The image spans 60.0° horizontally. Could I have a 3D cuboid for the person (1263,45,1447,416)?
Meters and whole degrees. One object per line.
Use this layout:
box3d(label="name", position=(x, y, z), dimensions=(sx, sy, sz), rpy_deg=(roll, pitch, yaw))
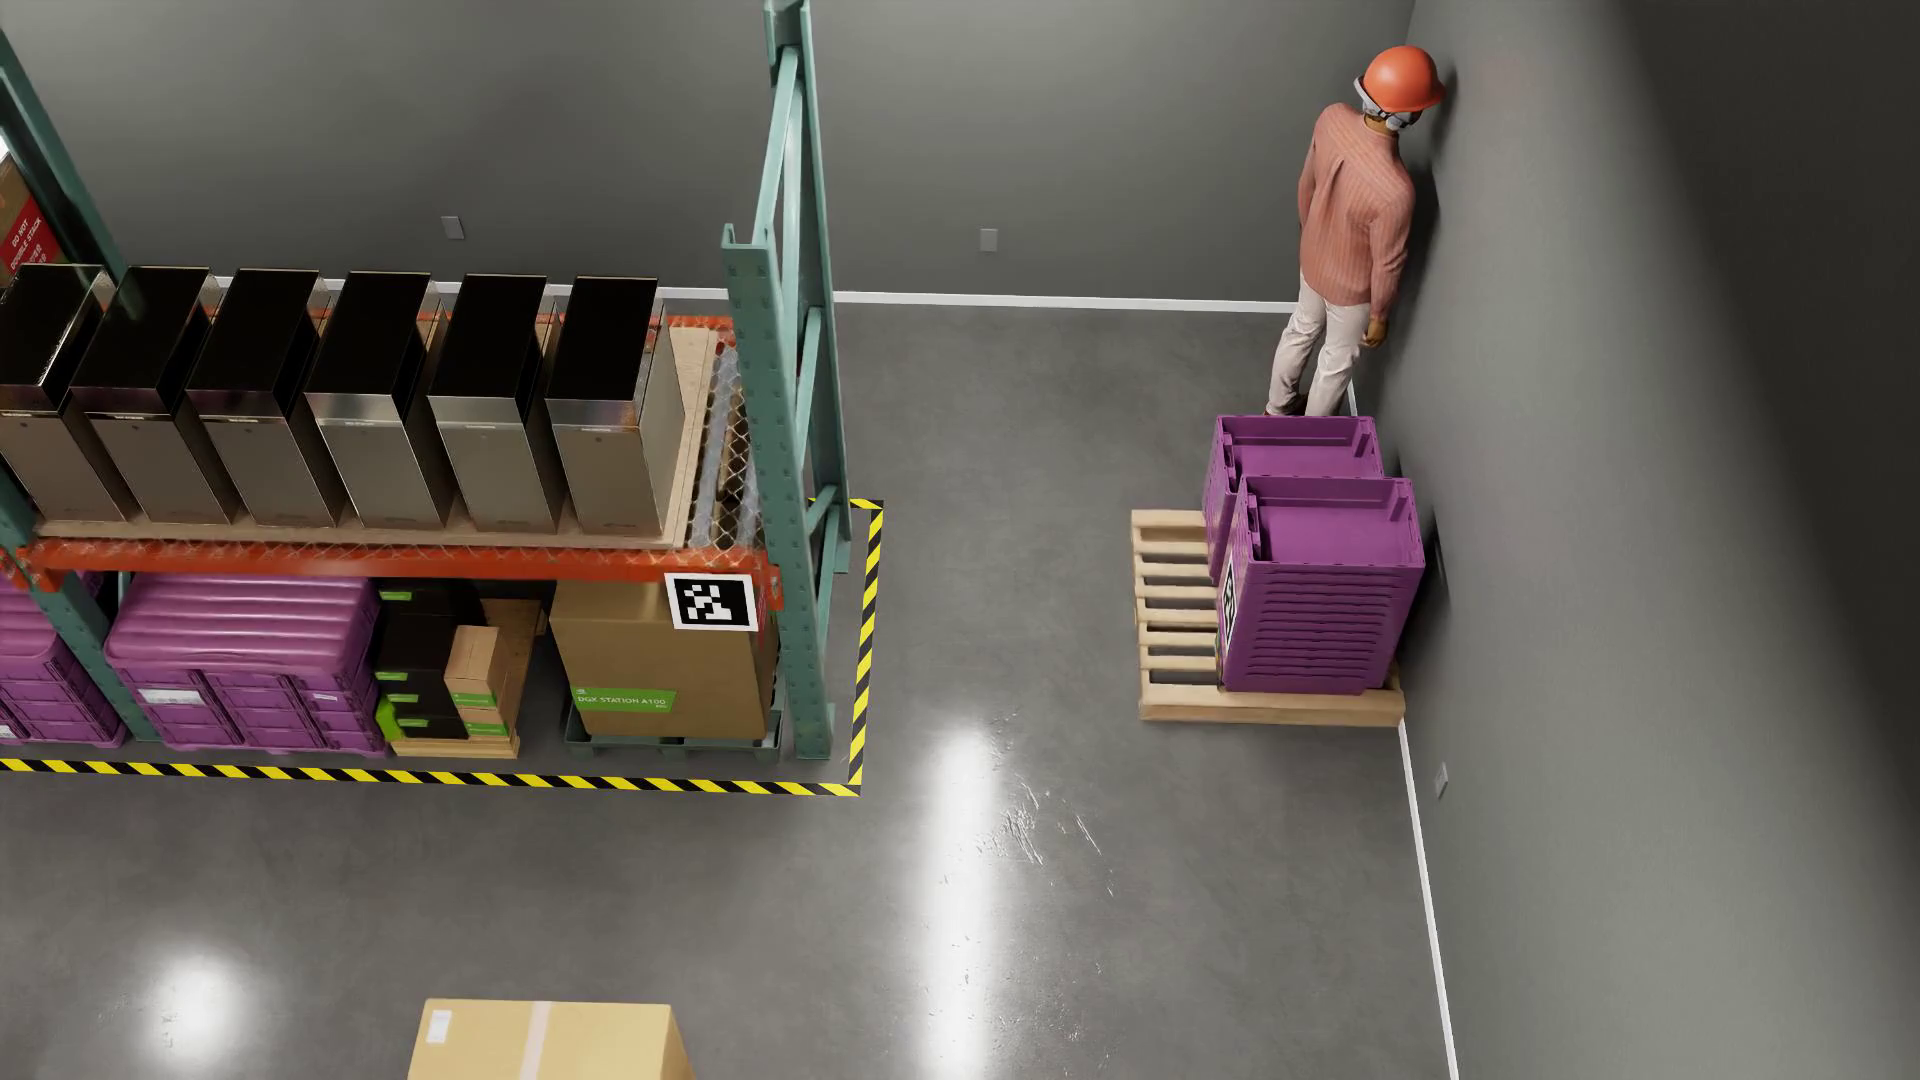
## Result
box3d(label="person", position=(1.521, -1.063, 6.494), dimensions=(0.390, 1.992, 0.624), rpy_deg=(-17, 54, -13))
